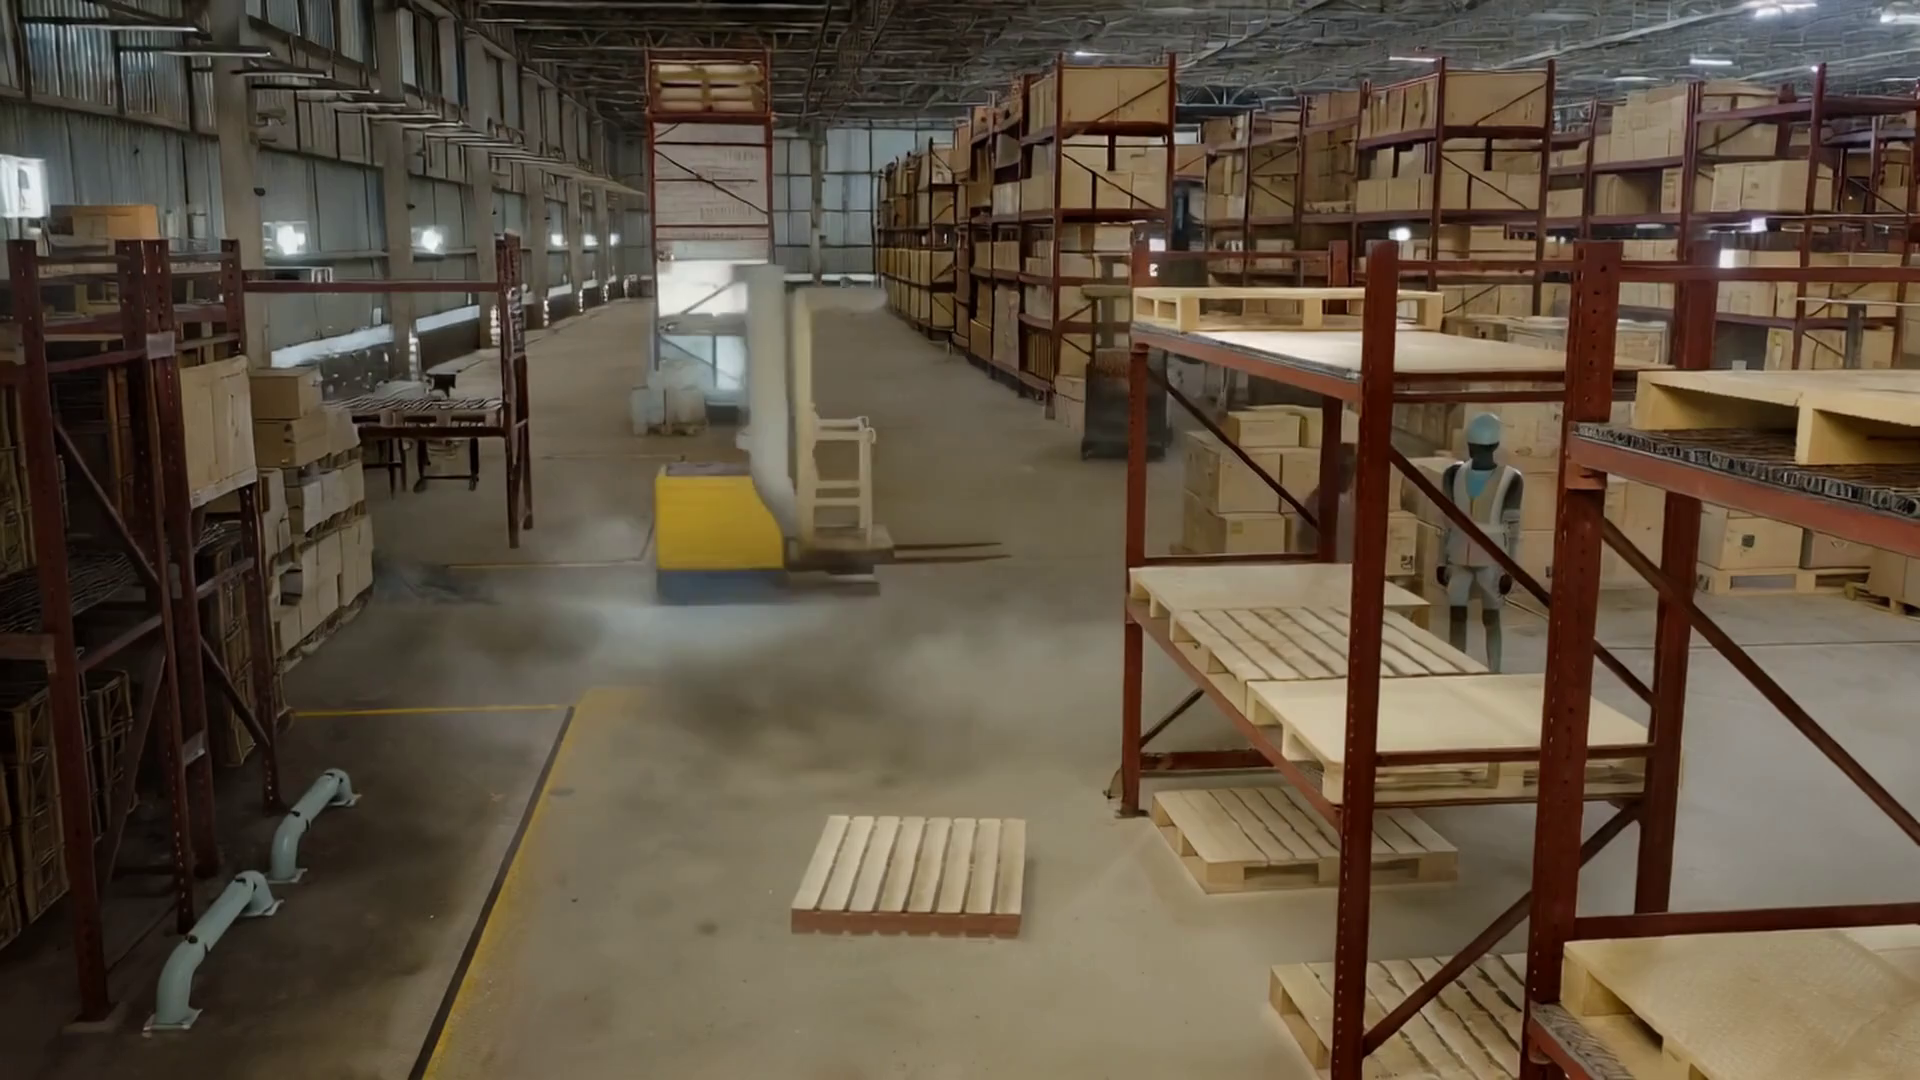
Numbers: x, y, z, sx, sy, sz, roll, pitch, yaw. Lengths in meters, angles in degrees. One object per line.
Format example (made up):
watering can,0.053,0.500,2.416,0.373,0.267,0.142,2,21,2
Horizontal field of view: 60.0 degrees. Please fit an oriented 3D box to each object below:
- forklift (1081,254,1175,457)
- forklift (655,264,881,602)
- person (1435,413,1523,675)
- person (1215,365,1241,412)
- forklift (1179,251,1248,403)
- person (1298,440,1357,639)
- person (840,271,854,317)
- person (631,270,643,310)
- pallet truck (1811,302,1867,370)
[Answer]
forklift,2.464,-2.681,23.790,1.129,2.768,1.873,3,11,14
forklift,-1.655,-0.952,14.208,1.873,2.768,1.129,-1,10,-6
person,3.372,0.125,10.884,0.546,1.930,0.390,8,13,39
person,4.776,-3.078,29.508,0.386,1.609,0.657,-3,11,-16
forklift,4.372,-3.992,31.052,1.873,2.768,1.129,-1,10,-6
person,2.174,0.360,9.634,0.551,1.906,0.629,2,10,10
person,-4.514,-9.805,66.278,0.581,1.799,0.955,-3,11,-15
person,-14.159,-10.948,72.832,0.360,1.717,0.641,9,14,41
pallet truck,15.846,-3.142,28.793,1.885,1.965,0.823,2,10,12
